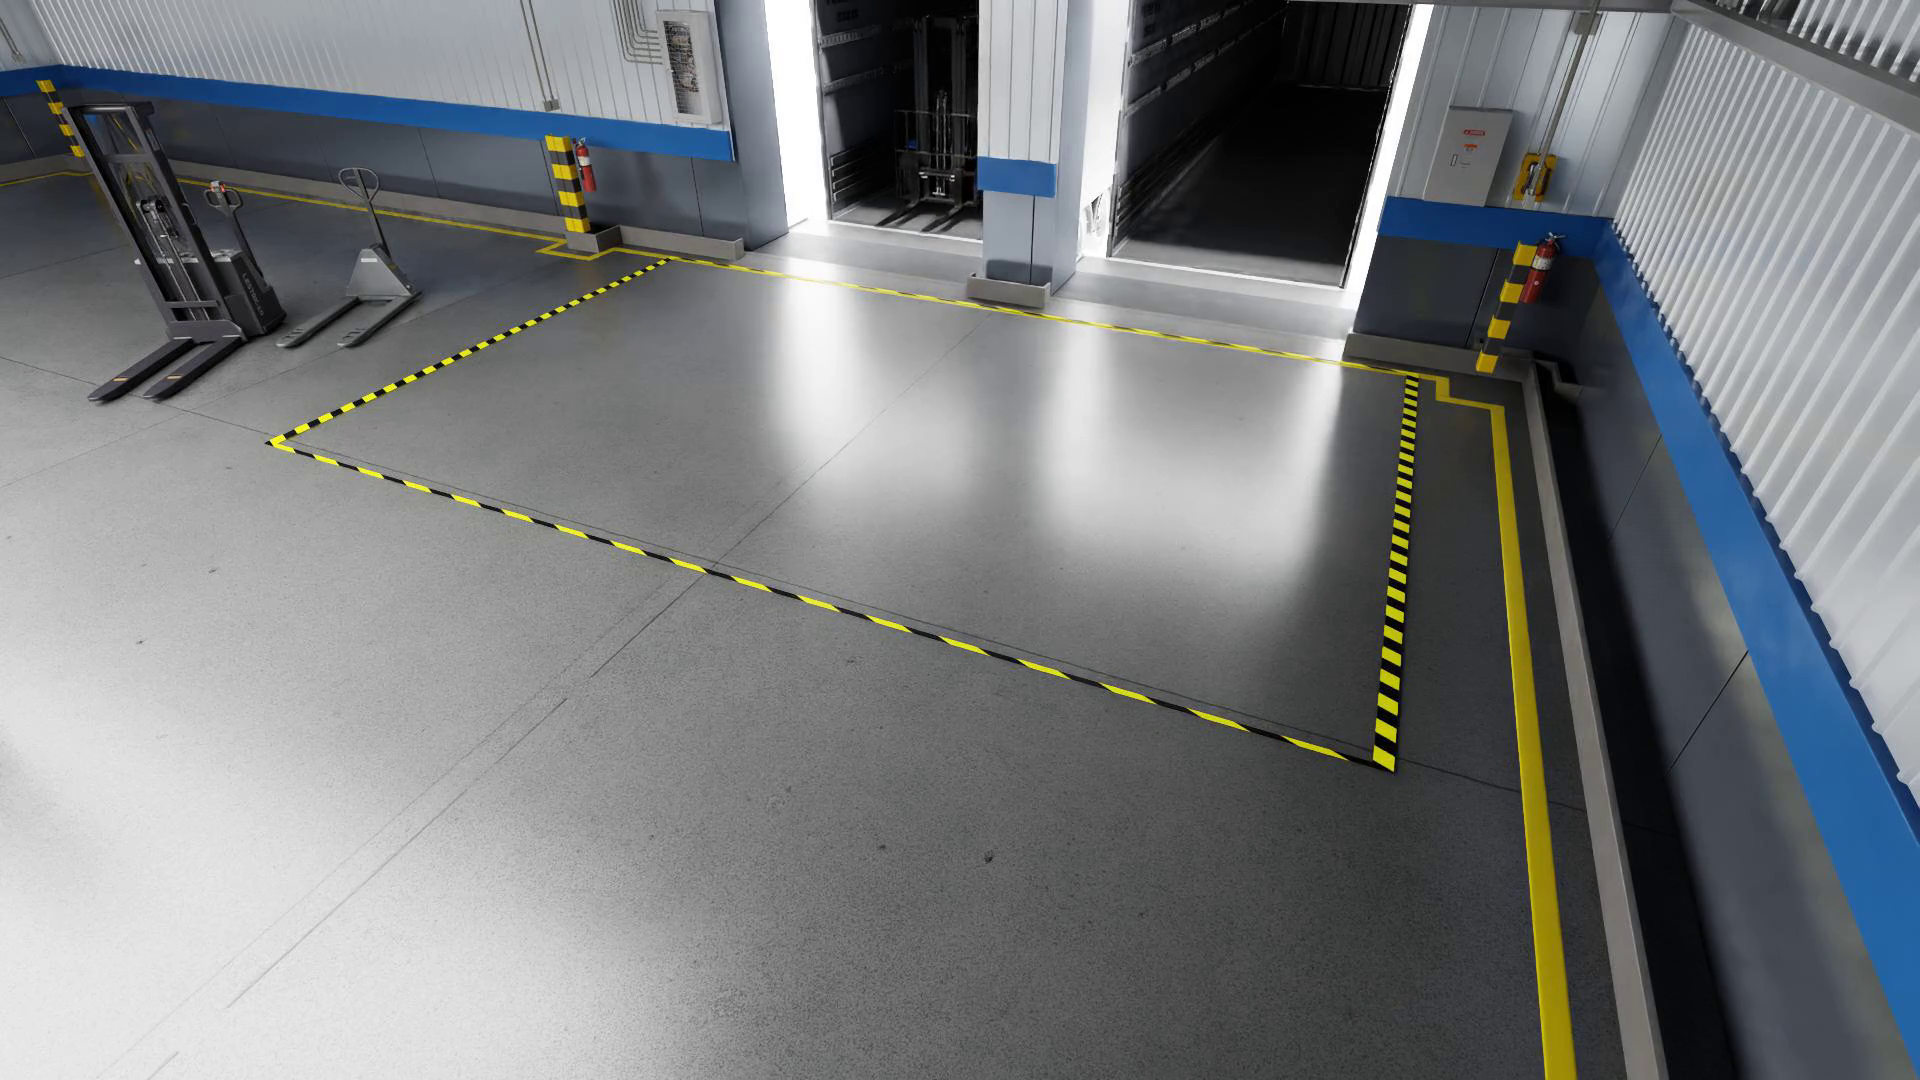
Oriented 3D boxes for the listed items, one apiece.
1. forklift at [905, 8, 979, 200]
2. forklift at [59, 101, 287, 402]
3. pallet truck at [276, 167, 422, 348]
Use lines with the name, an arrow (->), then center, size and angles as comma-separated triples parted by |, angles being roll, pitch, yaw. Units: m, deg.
forklift -> 0.208, -5.725, 11.891 | 1.157, 2.036, 2.680 | 13, 37, 18
forklift -> -6.686, -2.387, 7.434 | 0.823, 1.965, 1.885 | -3, 35, -5
pallet truck -> -5.732, -2.611, 8.414 | 0.680, 1.201, 1.601 | -1, 35, -1
